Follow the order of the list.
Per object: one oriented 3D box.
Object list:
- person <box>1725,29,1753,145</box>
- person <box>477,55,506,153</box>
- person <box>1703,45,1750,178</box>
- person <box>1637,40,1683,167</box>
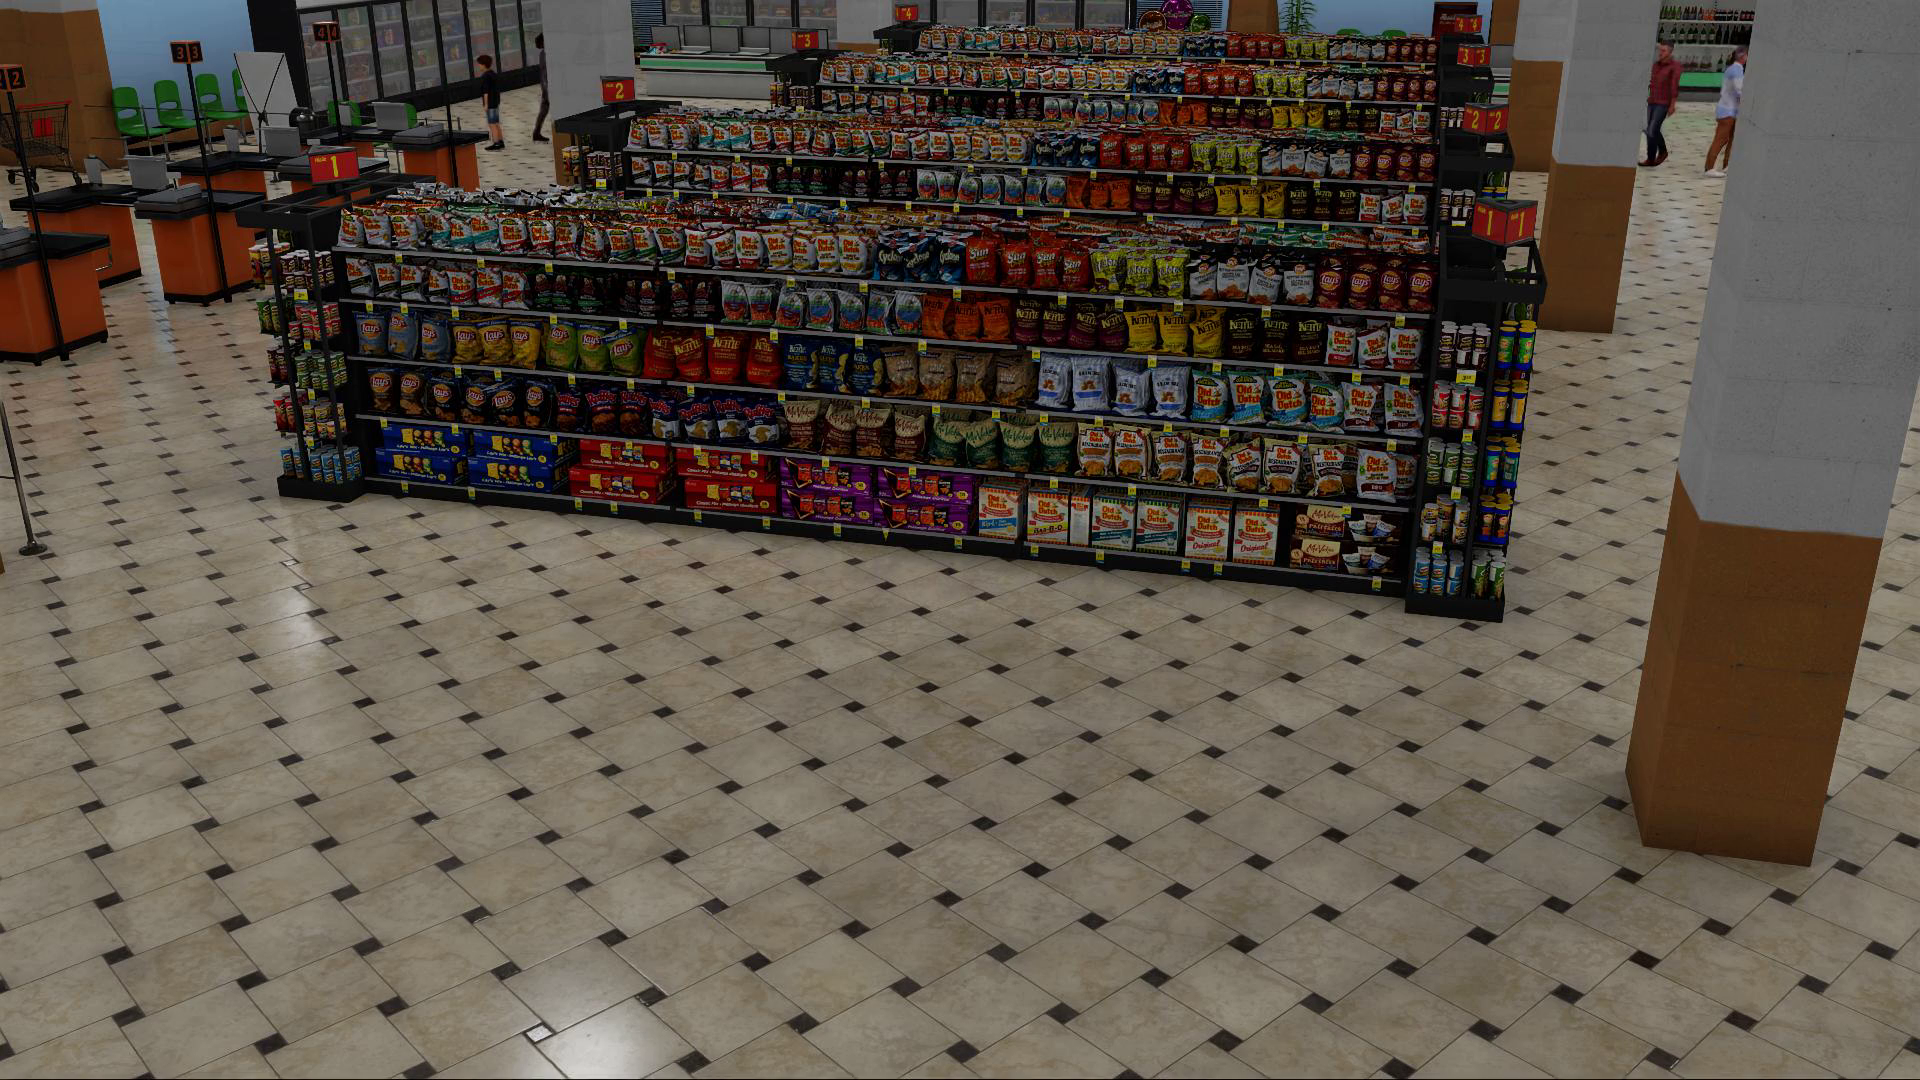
[{"bbox_3d":[12.359,-7.169,26.319,0.778,1.783,0.676,-17,27,-36],"label":"person"},{"bbox_3d":[-7.270,-6.781,25.806,0.547,1.445,0.559,2,22,5],"label":"person"},{"bbox_3d":[10.752,-6.027,23.443,0.751,1.807,0.673,6,23,15],"label":"person"},{"bbox_3d":[10.267,-6.343,24.218,0.906,1.817,0.867,-7,23,-17],"label":"person"}]
